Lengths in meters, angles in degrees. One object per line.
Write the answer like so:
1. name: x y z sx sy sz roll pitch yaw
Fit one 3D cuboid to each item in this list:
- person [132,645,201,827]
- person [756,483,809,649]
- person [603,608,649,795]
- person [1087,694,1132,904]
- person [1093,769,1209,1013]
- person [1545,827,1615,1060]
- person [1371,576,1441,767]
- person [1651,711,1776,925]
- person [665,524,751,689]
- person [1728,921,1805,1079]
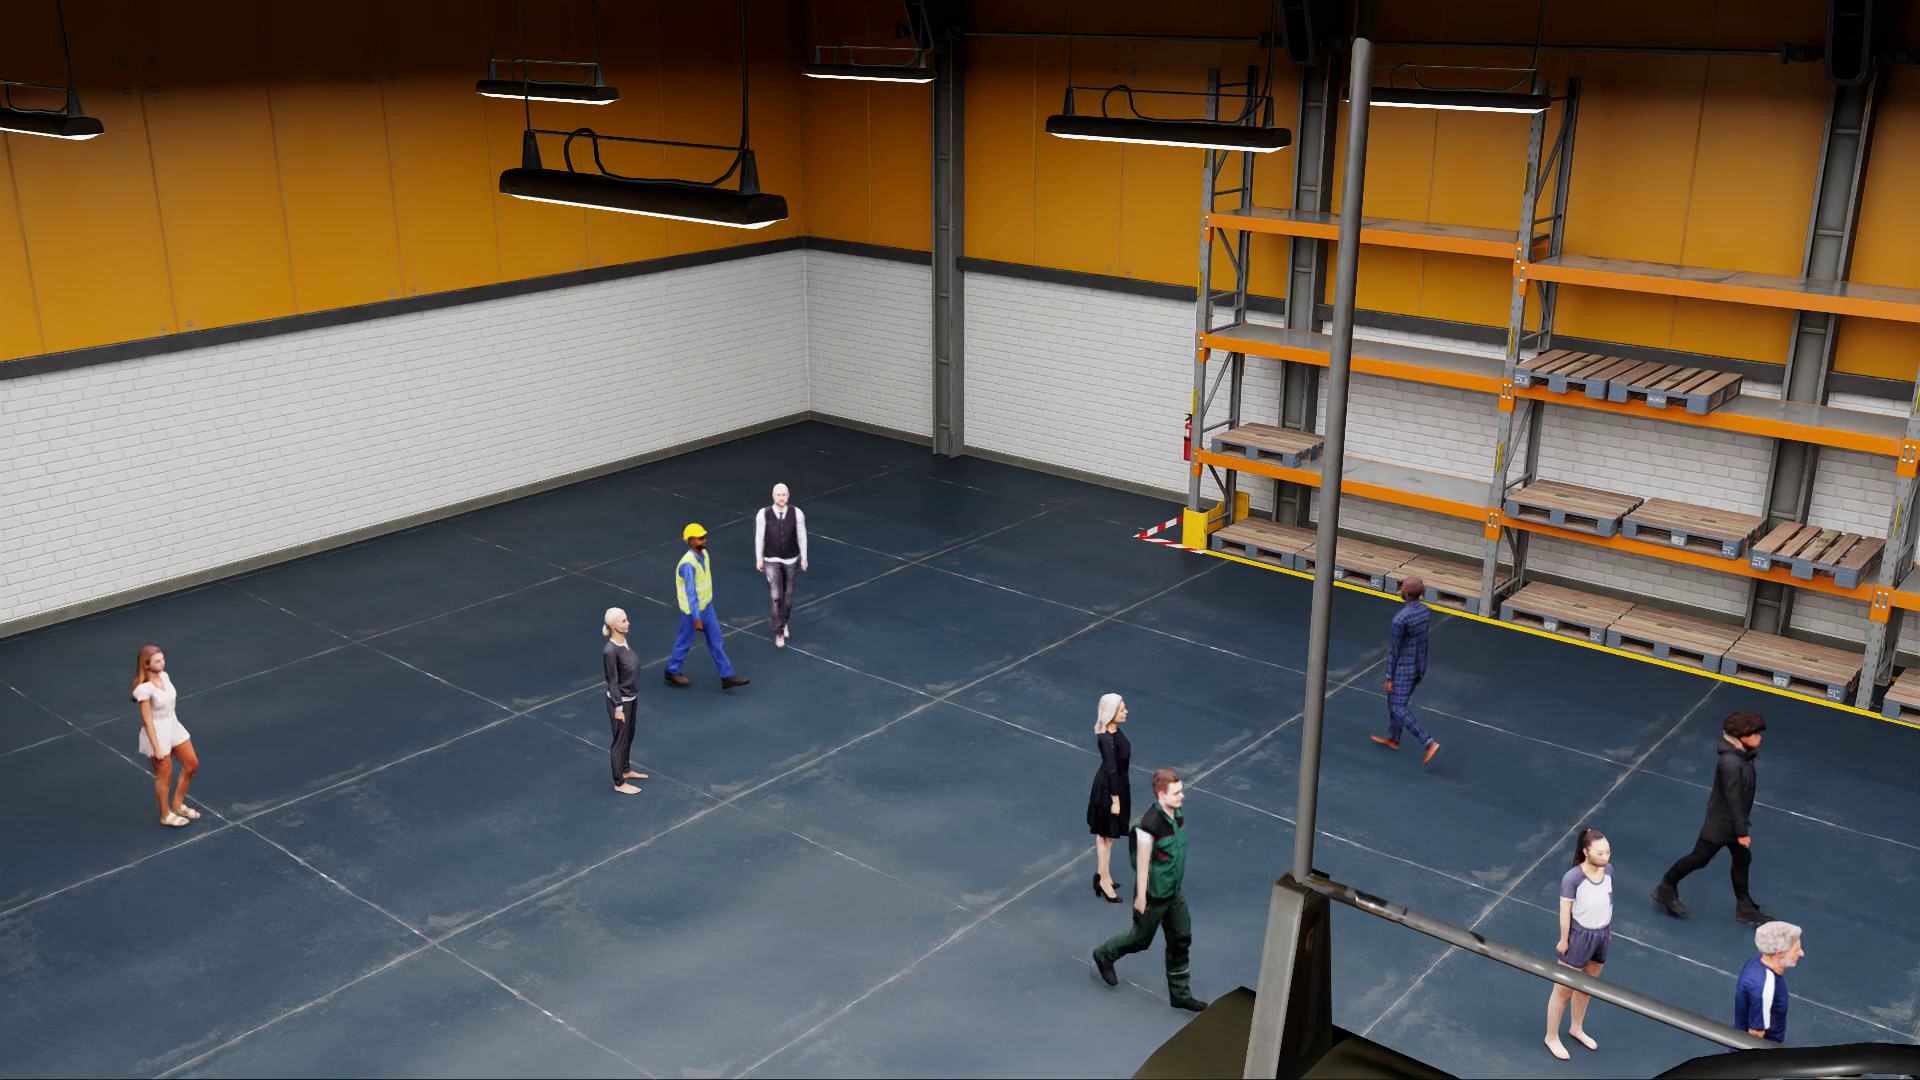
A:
1. person: -6.921 1.683 14.284 0.742 1.679 0.701 3 19 9
2. person: -1.983 0.226 18.417 0.991 1.803 1.081 -5 19 -14
3. person: -3.056 1.415 15.005 0.706 1.727 0.679 1 19 3
4. person: 1.196 2.021 13.176 0.738 1.747 0.698 1 19 3
5. person: 1.331 2.456 11.794 1.168 1.804 0.712 14 23 36
6. person: 4.212 2.712 11.273 0.664 1.650 0.652 -9 21 -25
7. person: 4.228 1.221 15.471 0.764 1.796 1.081 -16 24 -38
8. person: 5.809 2.141 12.817 1.123 1.748 0.676 13 22 33
9. person: -2.769 0.705 17.044 1.283 1.772 0.967 7 20 19
10. person: 4.661 3.066 9.945 0.819 1.828 0.775 6 20 18
